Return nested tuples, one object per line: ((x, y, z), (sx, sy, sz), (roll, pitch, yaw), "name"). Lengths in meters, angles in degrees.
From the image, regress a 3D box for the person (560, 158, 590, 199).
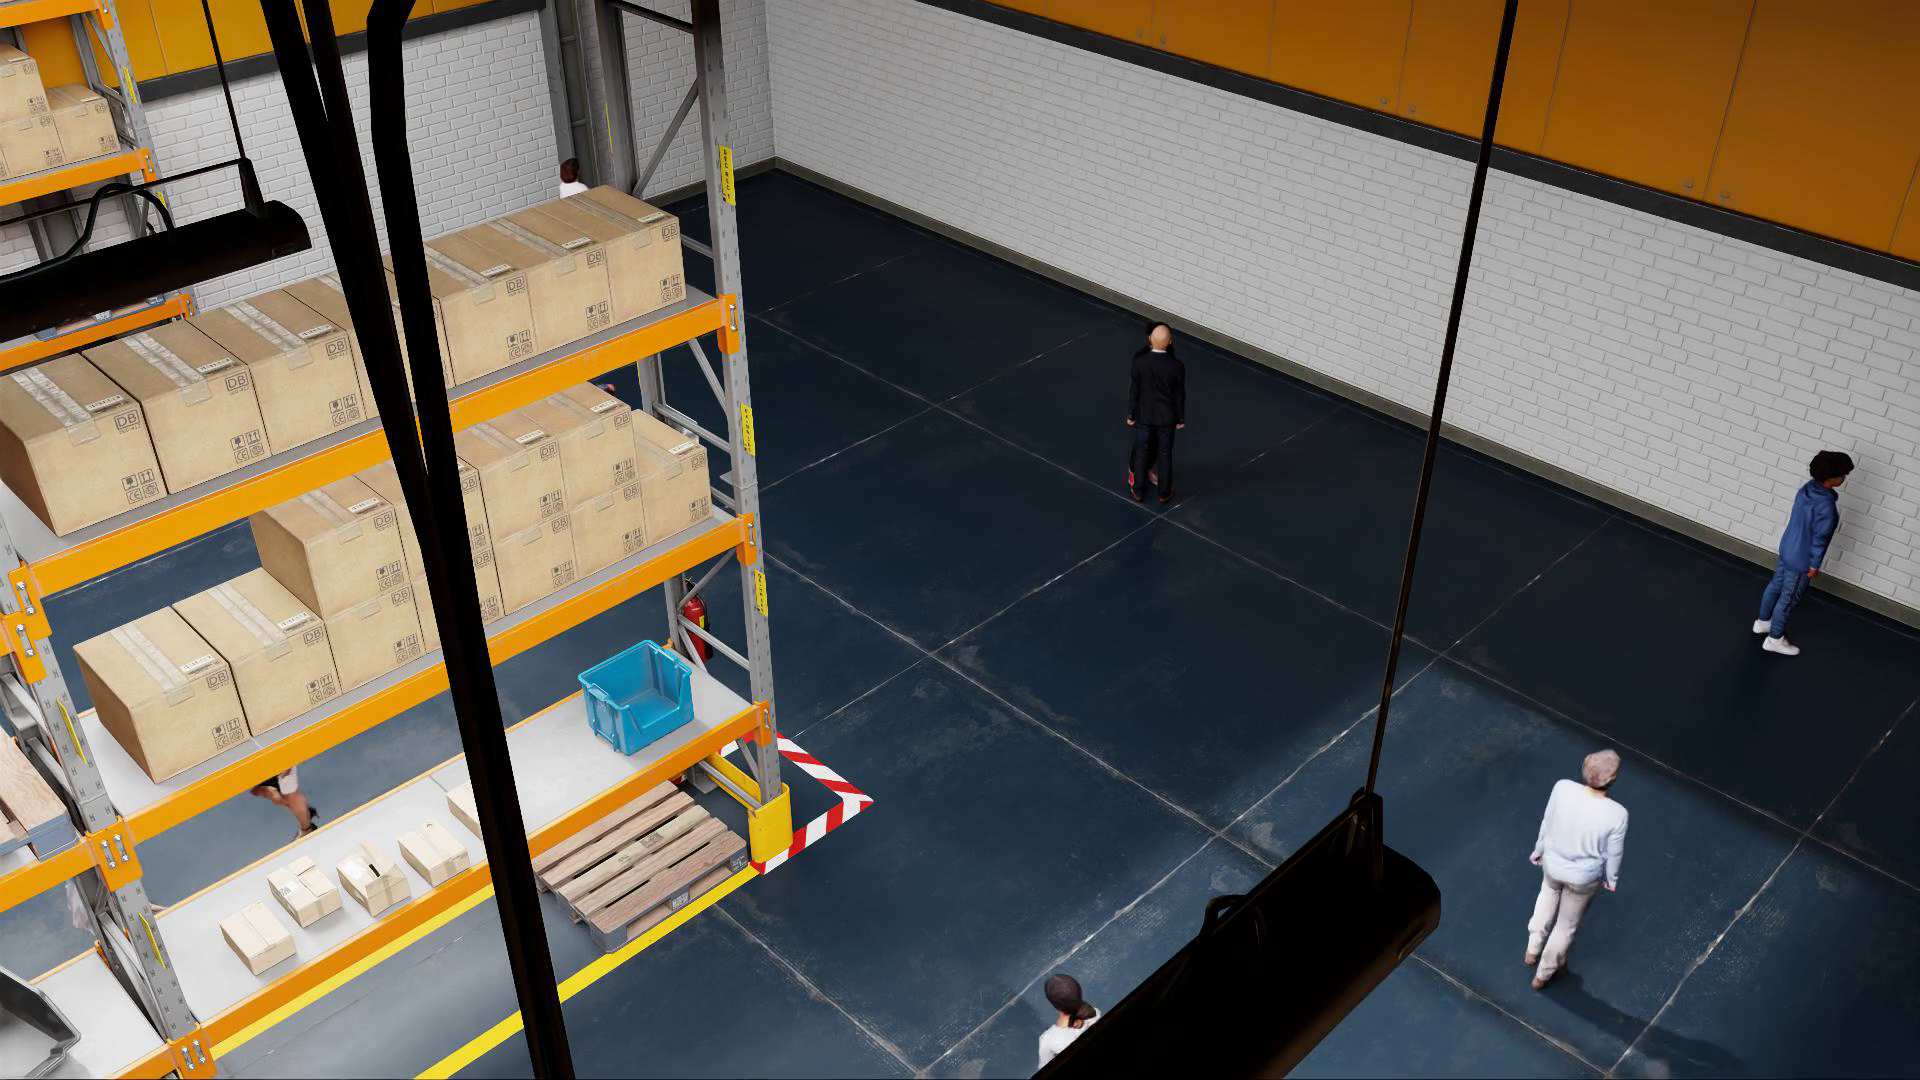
((-4.274, -3.440, 18.761), (0.666, 1.795, 0.624), (15, 37, 22), "person")

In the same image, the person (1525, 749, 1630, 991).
((3.764, 2.098, 10.355), (0.666, 1.878, 0.617), (28, 43, 35), "person")

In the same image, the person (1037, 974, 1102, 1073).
((0.636, 3.087, 8.984), (0.727, 1.747, 0.832), (-16, 37, -23), "person")

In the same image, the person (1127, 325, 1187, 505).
((1.804, -1.150, 15.311), (0.775, 1.800, 0.784), (6, 34, 10), "person")

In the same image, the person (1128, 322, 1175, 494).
((1.772, -1.275, 15.552), (0.535, 1.742, 0.713), (-24, 41, -32), "person")

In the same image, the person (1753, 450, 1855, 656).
((6.816, 0.074, 13.462), (0.811, 1.808, 0.727), (3, 34, 4), "person")

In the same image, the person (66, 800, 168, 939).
((-5.267, 2.140, 10.400), (0.621, 1.758, 0.898), (29, 43, 36), "person")
